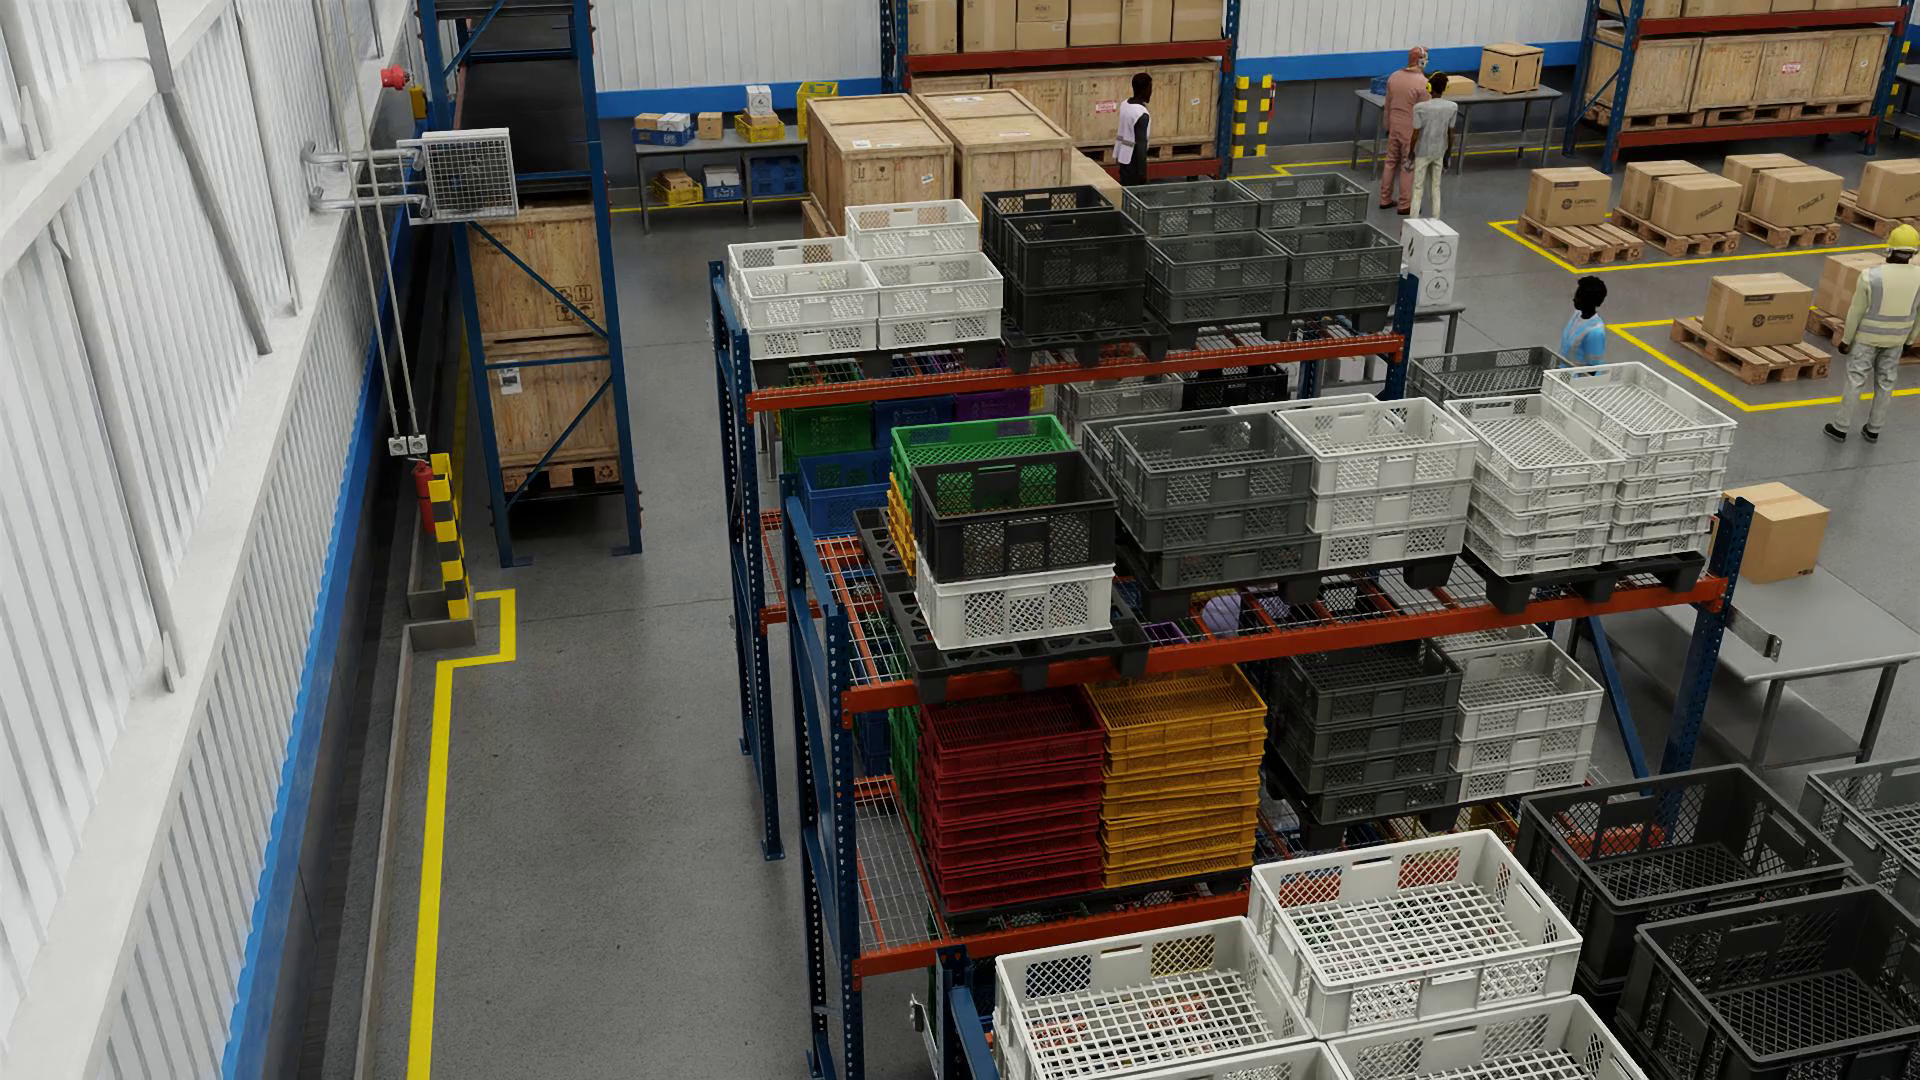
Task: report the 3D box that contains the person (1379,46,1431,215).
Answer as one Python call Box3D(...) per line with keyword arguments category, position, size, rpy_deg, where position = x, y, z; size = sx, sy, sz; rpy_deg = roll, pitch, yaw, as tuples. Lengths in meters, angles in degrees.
Box3D(category="person", position=(5.205, -4.756, 19.302), size=(0.401, 1.904, 0.651), rpy_deg=(-16, 32, -27))

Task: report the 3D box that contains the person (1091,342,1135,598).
Box3D(category="person", position=(1.027, -0.508, 11.264), size=(0.349, 1.882, 0.584), rpy_deg=(-2, 28, -4))

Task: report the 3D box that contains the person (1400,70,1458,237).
Box3D(category="person", position=(5.167, -4.226, 18.328), size=(0.513, 1.875, 0.328), rpy_deg=(-2, 28, -5))

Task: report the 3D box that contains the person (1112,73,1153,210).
Box3D(category="person", position=(1.869, -4.103, 18.061), size=(0.390, 1.911, 0.592), rpy_deg=(-7, 29, -14))

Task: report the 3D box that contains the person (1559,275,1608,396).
Box3D(category="person", position=(4.746, -1.212, 12.796), size=(0.322, 1.696, 0.536), rpy_deg=(1, 28, 2))

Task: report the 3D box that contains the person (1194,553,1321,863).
Box3D(category="person", position=(1.518, 0.842, 8.655), size=(0.635, 1.933, 0.358), rpy_deg=(-2, 28, -5))

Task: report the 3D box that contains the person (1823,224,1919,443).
Box3D(category="person", position=(7.462, -1.663, 13.508), size=(0.589, 1.833, 0.404), rpy_deg=(2, 28, 5))
